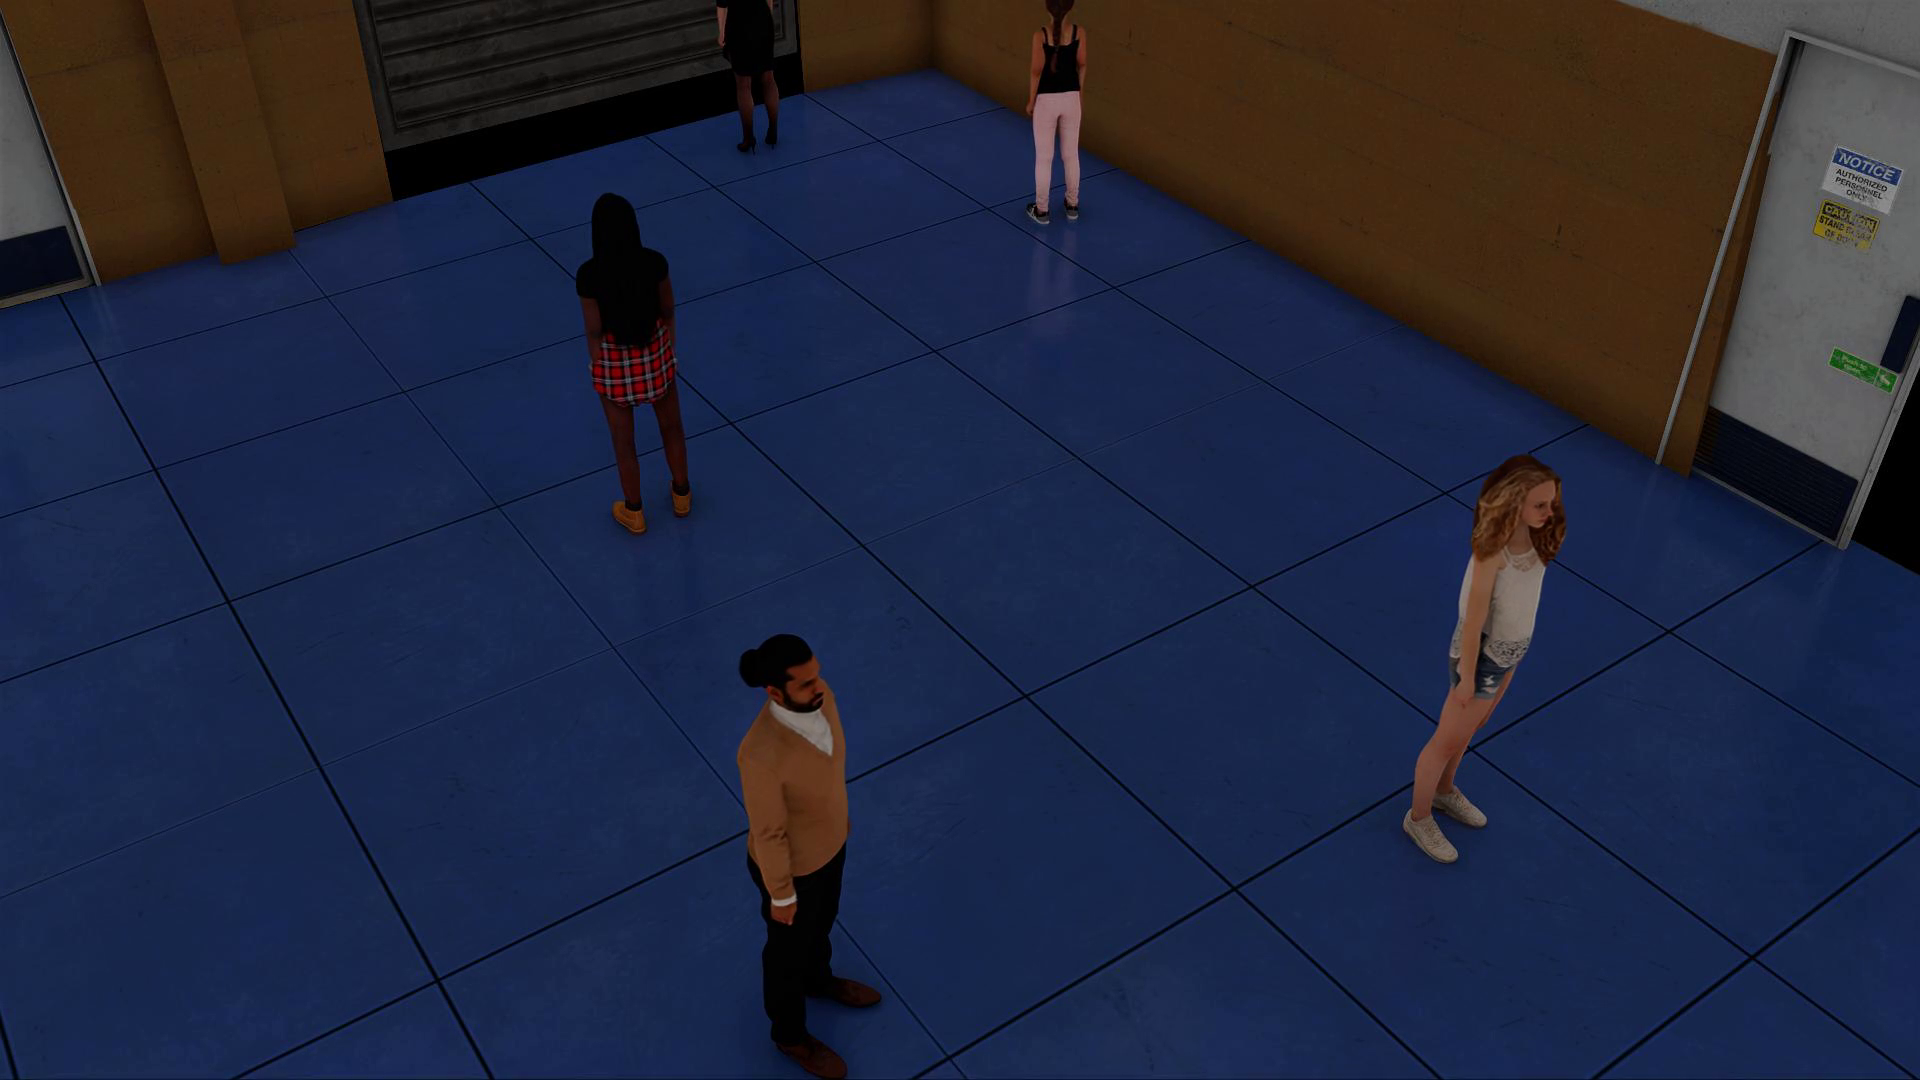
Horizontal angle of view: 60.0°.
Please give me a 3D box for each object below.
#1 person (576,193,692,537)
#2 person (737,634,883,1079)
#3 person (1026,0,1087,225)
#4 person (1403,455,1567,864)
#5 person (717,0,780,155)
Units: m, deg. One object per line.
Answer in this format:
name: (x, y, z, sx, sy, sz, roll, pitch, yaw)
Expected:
person: (-1.526, -0.817, 7.796, 0.539, 1.728, 0.669, -20, 41, -25)
person: (-0.512, 0.997, 5.357, 0.816, 1.754, 0.726, 12, 38, 15)
person: (0.618, -2.762, 10.523, 0.556, 1.565, 0.666, -8, 38, -11)
person: (1.911, 0.427, 6.113, 0.686, 1.759, 0.523, 28, 45, 32)
person: (-1.438, -3.471, 11.337, 0.441, 1.706, 0.653, -20, 41, -25)
